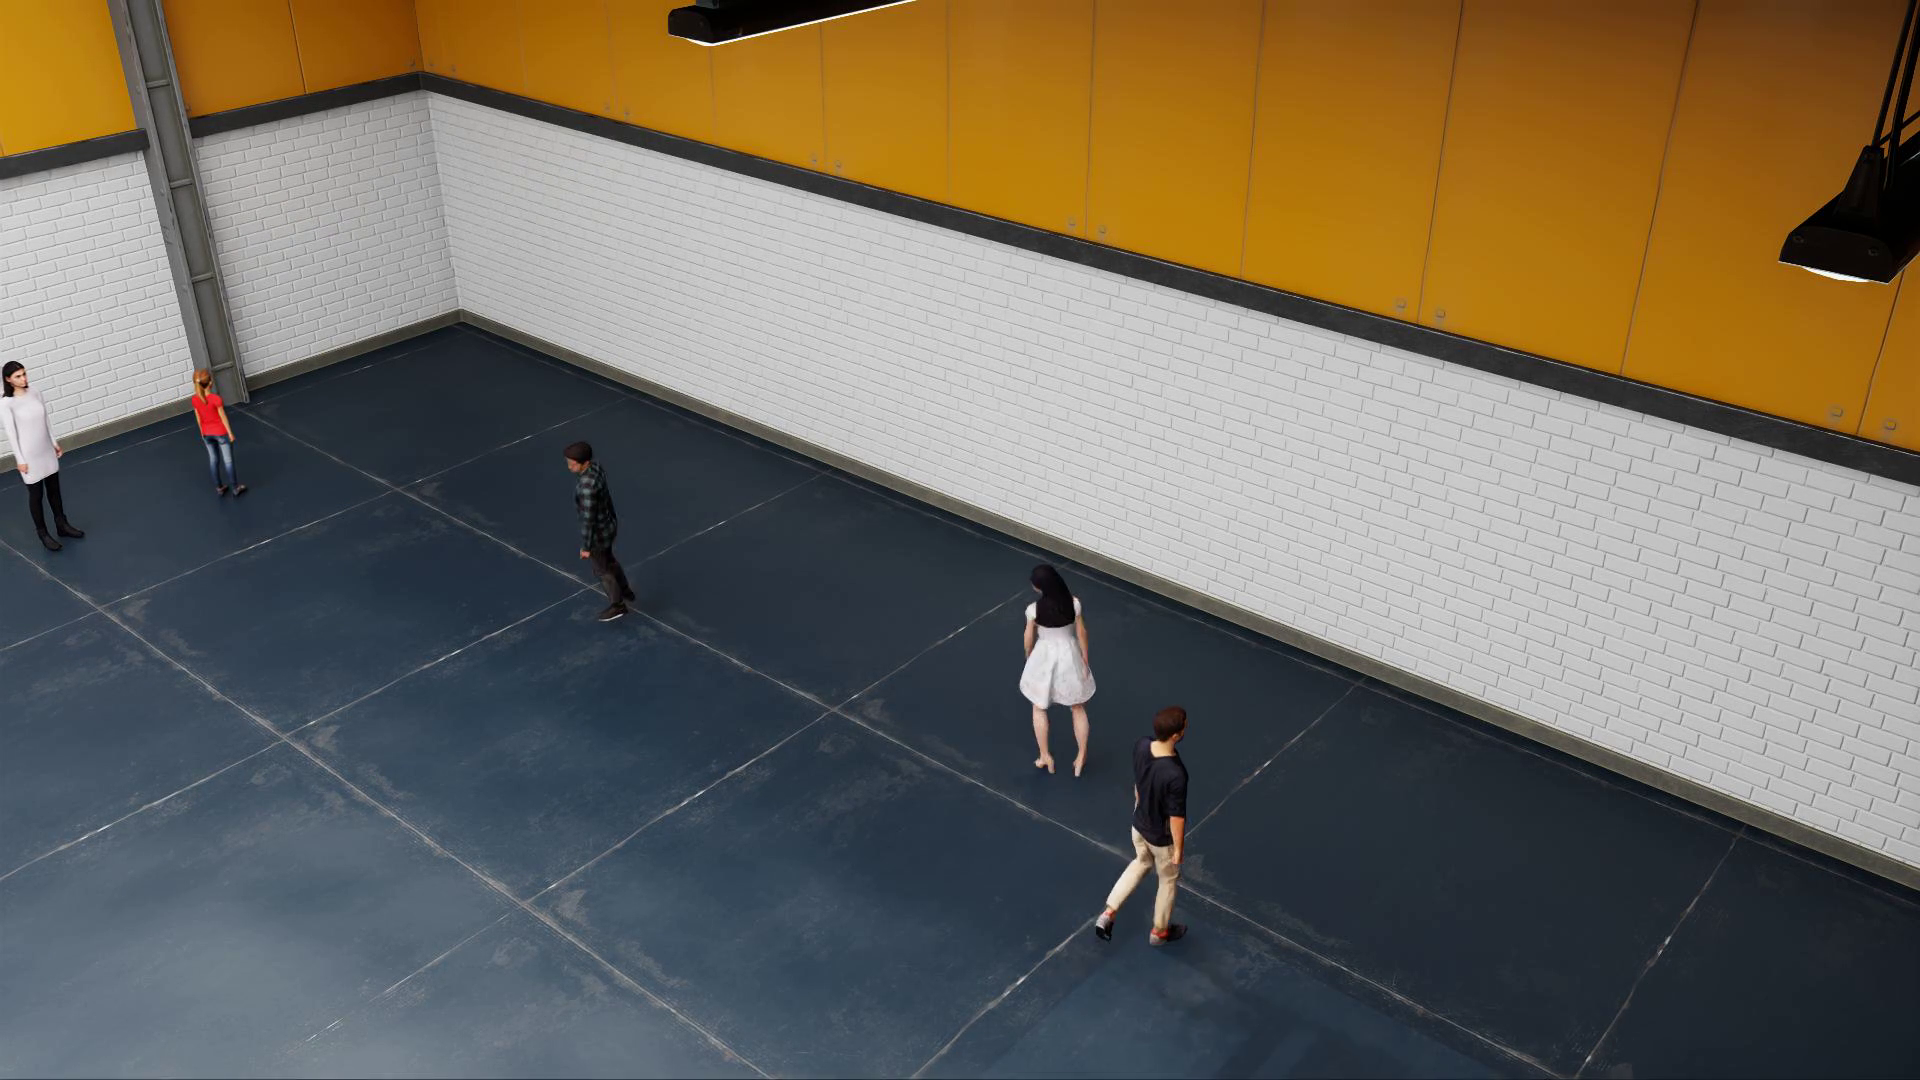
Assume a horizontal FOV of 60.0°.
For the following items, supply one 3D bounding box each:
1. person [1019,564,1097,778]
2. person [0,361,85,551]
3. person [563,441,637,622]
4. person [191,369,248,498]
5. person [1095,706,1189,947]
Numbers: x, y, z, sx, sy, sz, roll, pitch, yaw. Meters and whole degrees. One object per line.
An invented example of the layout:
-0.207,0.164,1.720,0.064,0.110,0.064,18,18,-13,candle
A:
0.664,0.964,12.017,0.822,1.741,0.869,6,29,12,person
-8.423,-0.793,15.170,0.732,1.807,0.569,10,30,17,person
-2.965,-0.108,13.832,0.930,1.685,0.879,6,29,10,person
-7.224,-1.031,16.127,0.572,1.308,0.622,4,29,7,person
1.153,1.829,10.330,0.989,1.839,0.797,-19,34,-31,person
